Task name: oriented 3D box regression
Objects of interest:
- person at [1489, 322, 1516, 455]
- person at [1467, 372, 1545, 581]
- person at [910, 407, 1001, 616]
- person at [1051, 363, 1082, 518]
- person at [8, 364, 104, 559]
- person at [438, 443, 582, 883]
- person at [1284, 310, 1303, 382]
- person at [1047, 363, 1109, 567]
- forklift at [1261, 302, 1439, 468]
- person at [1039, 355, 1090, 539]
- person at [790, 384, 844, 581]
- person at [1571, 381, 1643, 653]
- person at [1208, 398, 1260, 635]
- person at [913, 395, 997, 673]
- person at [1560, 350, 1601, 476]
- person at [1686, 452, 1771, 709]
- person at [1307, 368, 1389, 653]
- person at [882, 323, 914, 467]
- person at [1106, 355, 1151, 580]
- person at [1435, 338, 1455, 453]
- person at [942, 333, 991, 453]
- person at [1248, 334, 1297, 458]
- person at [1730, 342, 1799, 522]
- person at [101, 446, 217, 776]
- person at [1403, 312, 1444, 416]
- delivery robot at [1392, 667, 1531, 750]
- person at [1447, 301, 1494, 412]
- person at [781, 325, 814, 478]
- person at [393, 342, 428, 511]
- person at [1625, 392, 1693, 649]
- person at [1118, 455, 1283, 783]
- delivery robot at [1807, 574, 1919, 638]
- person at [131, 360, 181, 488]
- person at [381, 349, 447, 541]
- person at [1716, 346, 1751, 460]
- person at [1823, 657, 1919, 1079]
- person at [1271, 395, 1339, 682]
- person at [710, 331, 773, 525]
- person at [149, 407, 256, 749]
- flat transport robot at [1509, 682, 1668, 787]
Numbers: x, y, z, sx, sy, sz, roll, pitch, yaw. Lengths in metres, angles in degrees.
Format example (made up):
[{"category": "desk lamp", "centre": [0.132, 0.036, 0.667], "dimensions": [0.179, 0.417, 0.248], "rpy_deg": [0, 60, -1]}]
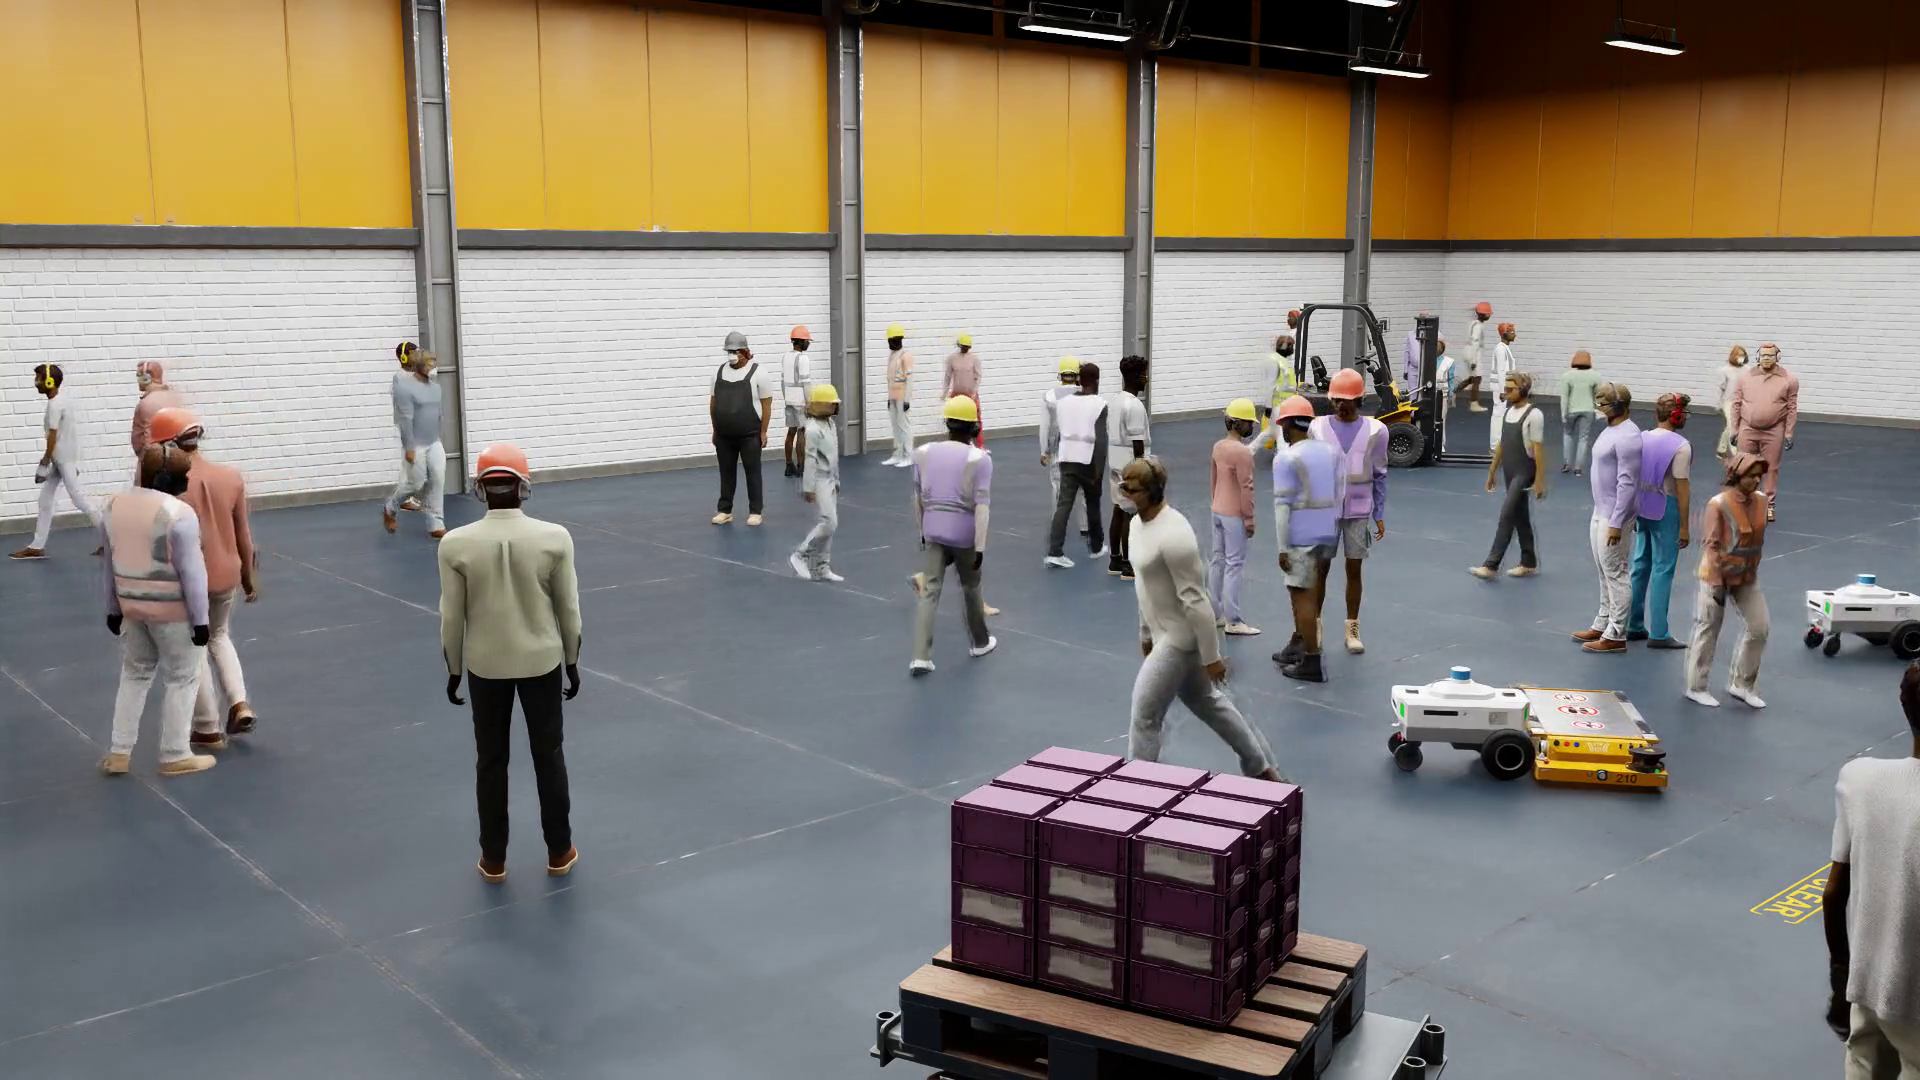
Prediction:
[{"category": "person", "centre": [7.663, -2.125, 23.483], "dimensions": [0.356, 1.884, 0.572], "rpy_deg": [3, 10, 17]}, {"category": "person", "centre": [4.723, -0.542, 14.428], "dimensions": [0.872, 1.808, 0.536], "rpy_deg": [-2, 10, -13]}, {"category": "person", "centre": [-0.044, -0.237, 13.042], "dimensions": [0.673, 1.681, 0.537], "rpy_deg": [1, 10, 5]}, {"category": "person", "centre": [1.218, -1.066, 17.836], "dimensions": [0.535, 1.697, 0.318], "rpy_deg": [4, 10, 20]}, {"category": "person", "centre": [-8.357, -0.724, 15.488], "dimensions": [0.965, 1.831, 0.538], "rpy_deg": [-5, 11, -28]}, {"category": "person", "centre": [-2.014, 0.555, 7.500], "dimensions": [0.611, 1.985, 0.393], "rpy_deg": [-2, 10, -14]}, {"category": "person", "centre": [5.736, -3.025, 28.749], "dimensions": [0.349, 1.884, 0.584], "rpy_deg": [-4, 10, -21]}, {"category": "person", "centre": [1.091, -0.689, 15.231], "dimensions": [0.590, 1.850, 1.035], "rpy_deg": [6, 11, 32]}, {"category": "forklift", "centre": [5.320, -2.157, 22.763], "dimensions": [2.313, 2.155, 1.214], "rpy_deg": [3, 10, 16]}, {"category": "person", "centre": [1.079, -0.910, 16.519], "dimensions": [0.592, 1.834, 0.404], "rpy_deg": [0, 10, -2]}, {"category": "person", "centre": [-1.181, -0.483, 14.328], "dimensions": [0.392, 1.731, 0.487], "rpy_deg": [2, 10, 14]}, {"category": "person", "centre": [4.633, -0.160, 11.833], "dimensions": [0.371, 1.936, 0.627], "rpy_deg": [2, 10, 10]}, {"category": "person", "centre": [2.055, -0.175, 12.436], "dimensions": [0.328, 1.762, 0.523], "rpy_deg": [-3, 10, -19]}, {"category": "person", "centre": [-0.057, -0.050, 11.384], "dimensions": [0.604, 1.875, 1.007], "rpy_deg": [4, 10, 21]}, {"category": "person", "centre": [7.992, -1.644, 21.450], "dimensions": [0.505, 1.616, 0.553], "rpy_deg": [3, 10, 16]}, {"category": "person", "centre": [4.804, 0.261, 10.280], "dimensions": [0.563, 1.615, 0.563], "rpy_deg": [-4, 11, -24]}, {"category": "person", "centre": [2.708, -0.198, 11.766], "dimensions": [0.611, 2.032, 0.403], "rpy_deg": [2, 10, 9]}, {"category": "person", "centre": [-0.837, -1.941, 22.291], "dimensions": [0.385, 1.925, 0.594], "rpy_deg": [-5, 11, -25]}, {"category": "person", "centre": [1.484, -0.635, 14.518], "dimensions": [0.361, 1.965, 0.613], "rpy_deg": [-3, 10, -16]}, {"category": "person", "centre": [6.827, -2.074, 23.894], "dimensions": [0.514, 1.643, 0.307], "rpy_deg": [3, 10, 15]}, {"category": "person", "centre": [0.011, -2.089, 23.733], "dimensions": [0.803, 1.730, 0.358], "rpy_deg": [2, 10, 14]}, {"category": "person", "centre": [4.089, -1.793, 21.833], "dimensions": [0.832, 1.815, 0.651], "rpy_deg": [5, 11, 28]}, {"category": "person", "centre": [8.532, -1.149, 17.703], "dimensions": [0.637, 1.911, 0.403], "rpy_deg": [5, 11, 28]}, {"category": "person", "centre": [-4.376, 0.391, 9.006], "dimensions": [0.761, 1.810, 0.486], "rpy_deg": [4, 10, 20]}, {"category": "person", "centre": [7.564, -2.781, 27.262], "dimensions": [0.655, 1.905, 0.407], "rpy_deg": [8, 12, 39]}, {"category": "delivery robot", "centre": [2.744, 0.940, 9.149], "dimensions": [0.707, 0.478, 0.477], "rpy_deg": [1, 10, 8]}, {"category": "person", "centre": [9.232, -3.307, 30.080], "dimensions": [0.750, 2.015, 0.656], "rpy_deg": [2, 10, 14]}, {"category": "person", "centre": [-2.046, -1.763, 21.215], "dimensions": [0.368, 1.933, 0.552], "rpy_deg": [-8, 12, -39]}, {"category": "person", "centre": [-6.119, -1.262, 18.476], "dimensions": [0.311, 1.869, 0.532], "rpy_deg": [-2, 10, -13]}, {"category": "person", "centre": [5.030, -0.144, 11.996], "dimensions": [0.373, 1.843, 0.572], "rpy_deg": [-3, 10, -15]}, {"category": "person", "centre": [1.134, 0.494, 8.232], "dimensions": [1.081, 1.877, 0.669], "rpy_deg": [-1, 10, -7]}, {"category": "delivery robot", "centre": [6.421, 0.486, 11.807], "dimensions": [0.707, 0.478, 0.477], "rpy_deg": [0, 10, 3]}, {"category": "person", "centre": [-7.380, -0.743, 15.442], "dimensions": [0.929, 1.871, 0.653], "rpy_deg": [0, 10, -3]}, {"category": "person", "centre": [-5.382, -0.938, 16.461], "dimensions": [0.766, 1.912, 0.639], "rpy_deg": [4, 11, 24]}, {"category": "person", "centre": [10.619, -1.857, 22.771], "dimensions": [0.513, 1.587, 0.851], "rpy_deg": [-1, 10, -7]}, {"category": "person", "centre": [2.388, 1.186, 4.163], "dimensions": [0.330, 1.865, 0.518], "rpy_deg": [-3, 10, -16]}, {"category": "person", "centre": [2.340, -0.021, 11.184], "dimensions": [0.567, 1.877, 0.641], "rpy_deg": [-7, 12, -36]}, {"category": "person", "centre": [-2.322, -1.165, 17.404], "dimensions": [0.683, 2.000, 0.536], "rpy_deg": [3, 10, 16]}, {"category": "person", "centre": [-4.345, 0.222, 9.488], "dimensions": [0.433, 1.967, 0.658], "rpy_deg": [7, 12, 35]}, {"category": "flat transport robot", "centre": [3.523, 1.080, 9.437], "dimensions": [0.652, 0.197, 1.431], "rpy_deg": [2, 10, 11]}]
